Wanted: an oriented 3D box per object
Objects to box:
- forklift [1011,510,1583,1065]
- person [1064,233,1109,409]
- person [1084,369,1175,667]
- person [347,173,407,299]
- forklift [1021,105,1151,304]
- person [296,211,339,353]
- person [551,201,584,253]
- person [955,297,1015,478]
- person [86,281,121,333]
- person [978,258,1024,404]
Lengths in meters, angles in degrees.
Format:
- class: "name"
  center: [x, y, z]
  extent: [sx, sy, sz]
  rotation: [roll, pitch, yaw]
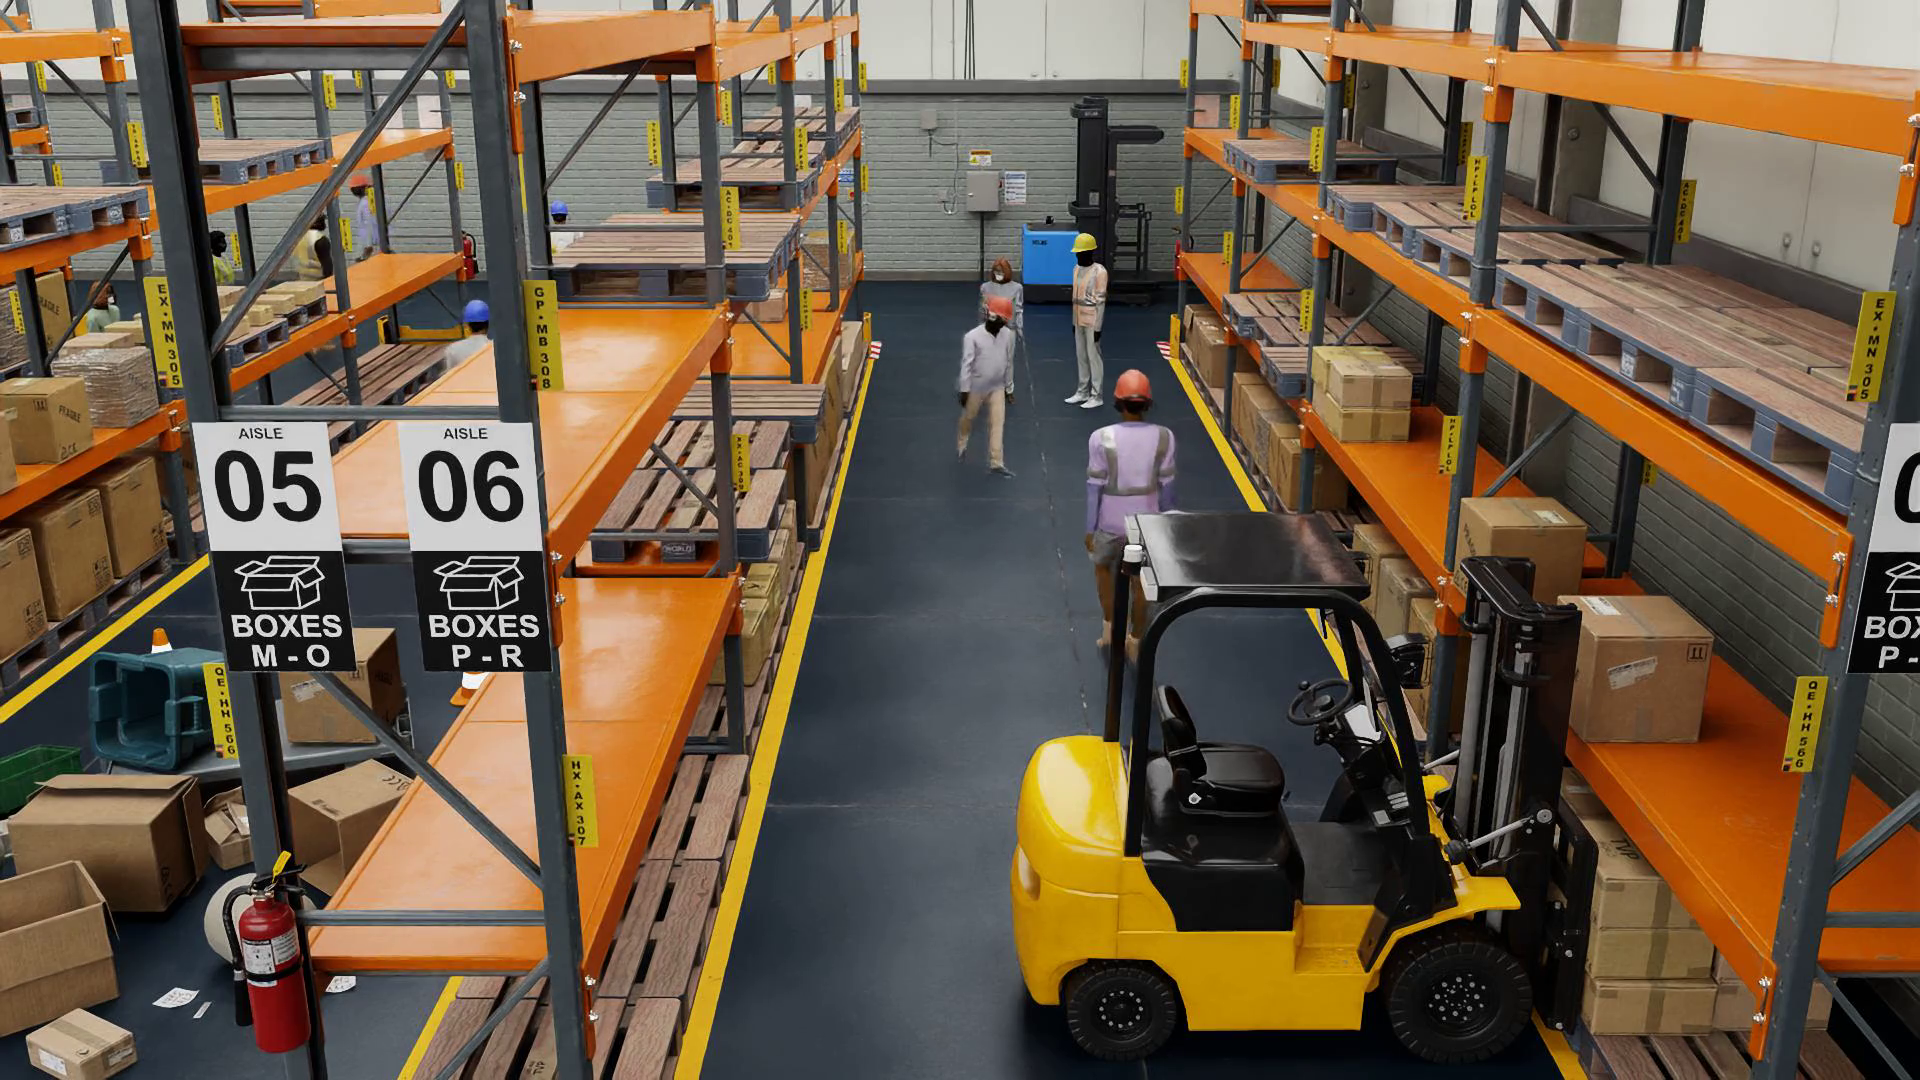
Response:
- class: "forklift"
  center: [1.387, 1.055, 7.378]
  extent: [2.313, 2.155, 1.214]
  rotation: [0, 18, 0]
- class: "person"
  center: [1.387, -2.407, 18.285]
  extent: [0.394, 1.918, 0.583]
  rotation: [-10, 21, -27]
- class: "person"
  center: [1.137, -0.151, 11.275]
  extent: [0.635, 2.027, 0.553]
  rotation: [-4, 19, -11]
- class: "person"
  center: [-8.635, -4.462, 24.544]
  extent: [0.954, 1.899, 0.552]
  rotation: [-10, 21, -28]
- class: "forklift"
  center: [1.857, -4.944, 24.441]
  extent: [1.873, 2.768, 1.129]
  rotation: [0, 18, 0]
- class: "person"
  center: [-8.068, -3.250, 20.987]
  extent: [0.704, 1.820, 0.456]
  rotation: [16, 24, 40]
- class: "person"
  center: [-4.933, -3.247, 20.784]
  extent: [0.602, 1.939, 0.397]
  rotation: [-5, 19, -15]
- class: "person"
  center: [0.224, -1.495, 15.907]
  extent: [0.620, 1.682, 0.912]
  rotation: [-9, 21, -26]
- class: "person"
  center: [-8.696, -1.843, 17.033]
  extent: [0.283, 1.624, 0.494]
  rotation: [2, 18, 5]
- class: "person"
  center: [0.455, -2.316, 18.449]
  extent: [0.504, 1.632, 0.282]
  rotation: [-1, 18, -2]
